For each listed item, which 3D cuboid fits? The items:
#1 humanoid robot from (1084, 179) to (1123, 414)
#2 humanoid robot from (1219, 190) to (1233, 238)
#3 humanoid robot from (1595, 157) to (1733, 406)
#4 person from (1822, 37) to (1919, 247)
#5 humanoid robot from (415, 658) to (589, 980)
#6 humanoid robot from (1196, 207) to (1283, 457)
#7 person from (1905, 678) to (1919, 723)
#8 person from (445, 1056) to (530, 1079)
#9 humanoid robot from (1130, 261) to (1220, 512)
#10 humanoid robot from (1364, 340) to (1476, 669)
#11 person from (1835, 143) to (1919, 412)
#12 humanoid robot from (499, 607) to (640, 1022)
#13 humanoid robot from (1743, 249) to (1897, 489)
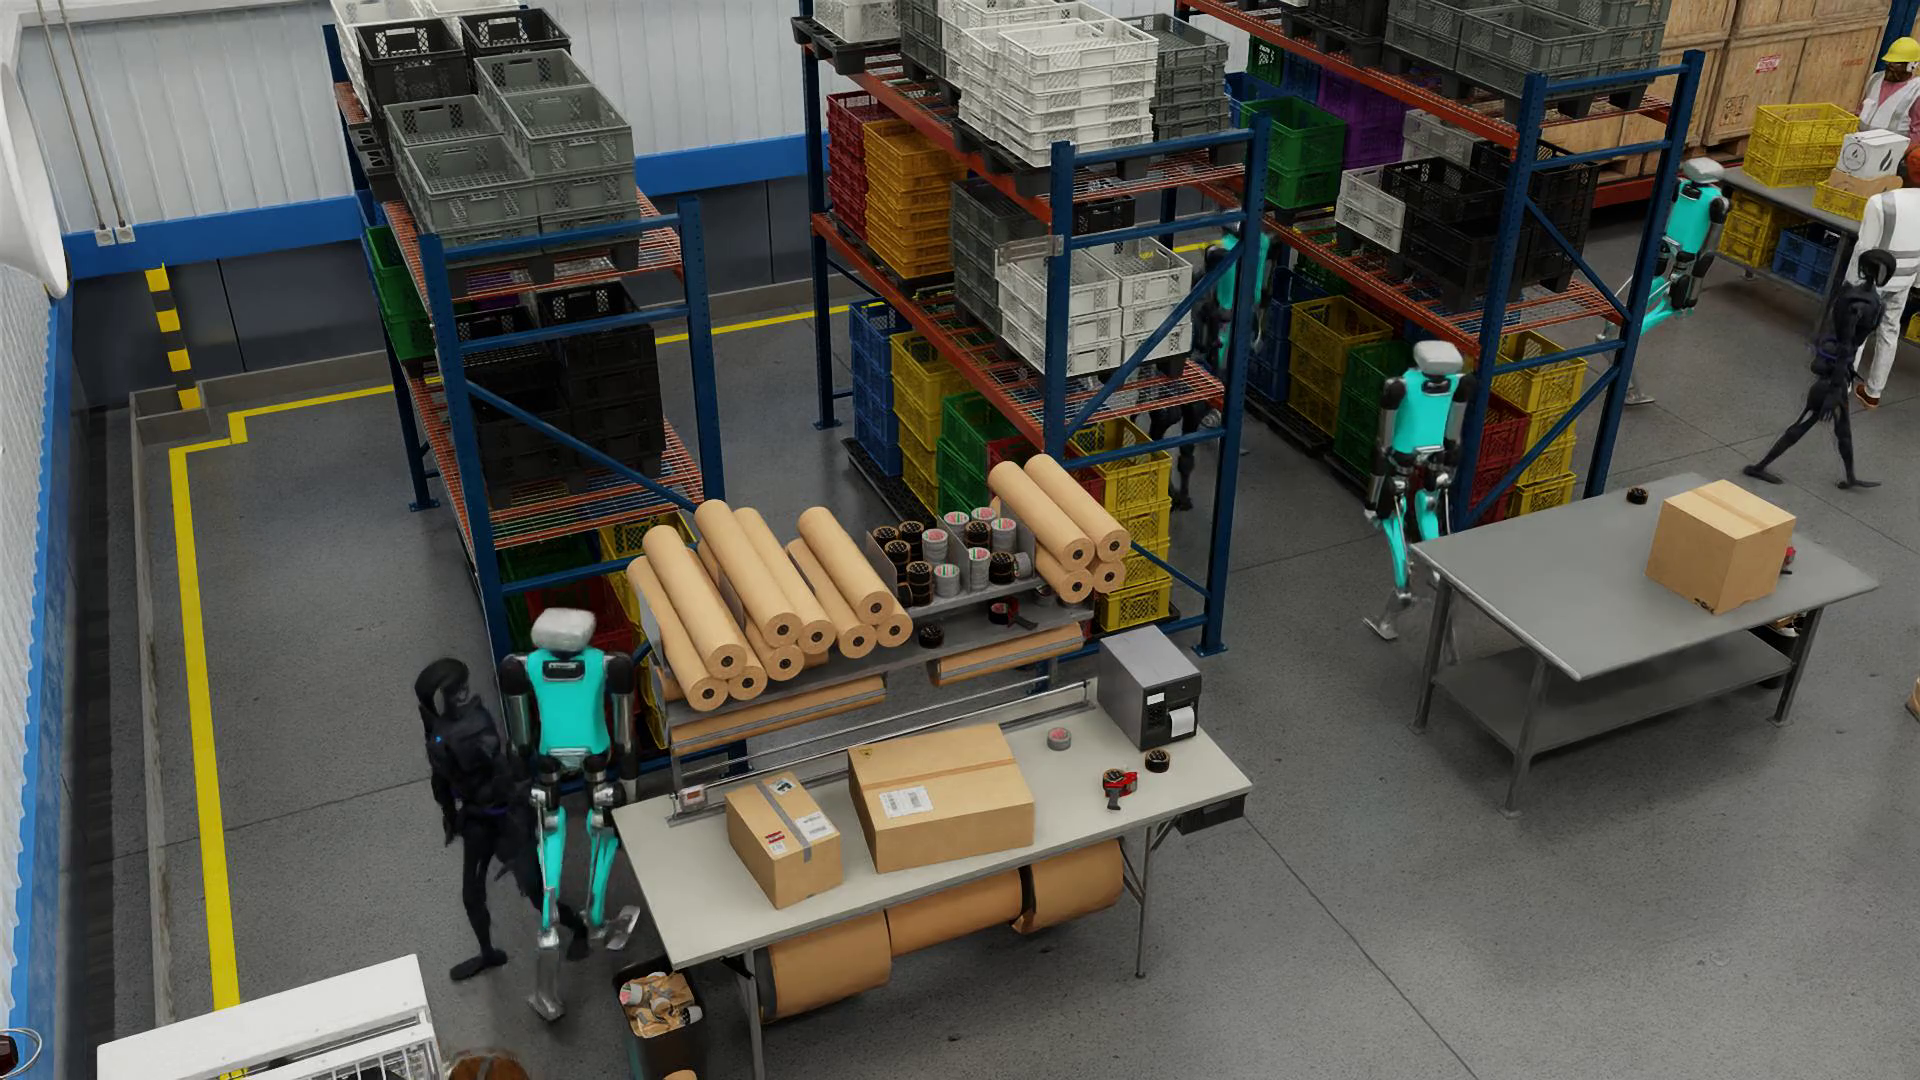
[{"bbox_3d":[0.805,-1.673,11.288,0.542,1.759,0.926,-7,32,-12],"label":"humanoid robot"},{"bbox_3d":[2.191,-2.428,12.592,0.727,1.628,0.600,-4,32,-7],"label":"humanoid robot"},{"bbox_3d":[4.673,-1.727,11.281,0.740,1.690,0.530,-10,33,-16],"label":"humanoid robot"},{"bbox_3d":[7.557,-3.219,13.707,0.404,1.829,0.599,-14,34,-21],"label":"person"},{"bbox_3d":[-1.882,1.143,6.812,0.588,1.652,0.580,26,40,36],"label":"humanoid robot"},{"bbox_3d":[1.682,-1.376,10.790,0.556,1.733,1.022,-14,34,-22],"label":"humanoid robot"},{"bbox_3d":[5.164,0.075,8.174,0.599,2.036,0.391,-8,33,-13],"label":"person"},{"bbox_3d":[-1.356,2.142,5.035,0.431,1.813,0.775,-15,35,-23],"label":"person"},{"bbox_3d":[1.359,-0.891,10.071,0.593,1.639,0.431,-13,34,-20],"label":"humanoid robot"},{"bbox_3d":[2.506,-0.078,8.738,0.553,1.833,0.871,-9,33,-15],"label":"humanoid robot"},{"bbox_3d":[6.271,-1.760,11.289,0.582,1.882,0.338,-1,32,-2],"label":"person"},{"bbox_3d":[-1.552,1.229,6.626,0.555,1.743,0.971,-2,32,-3],"label":"humanoid robot"},{"bbox_3d":[5.492,-1.029,10.344,0.791,1.620,0.609,19,36,28],"label":"humanoid robot"}]
